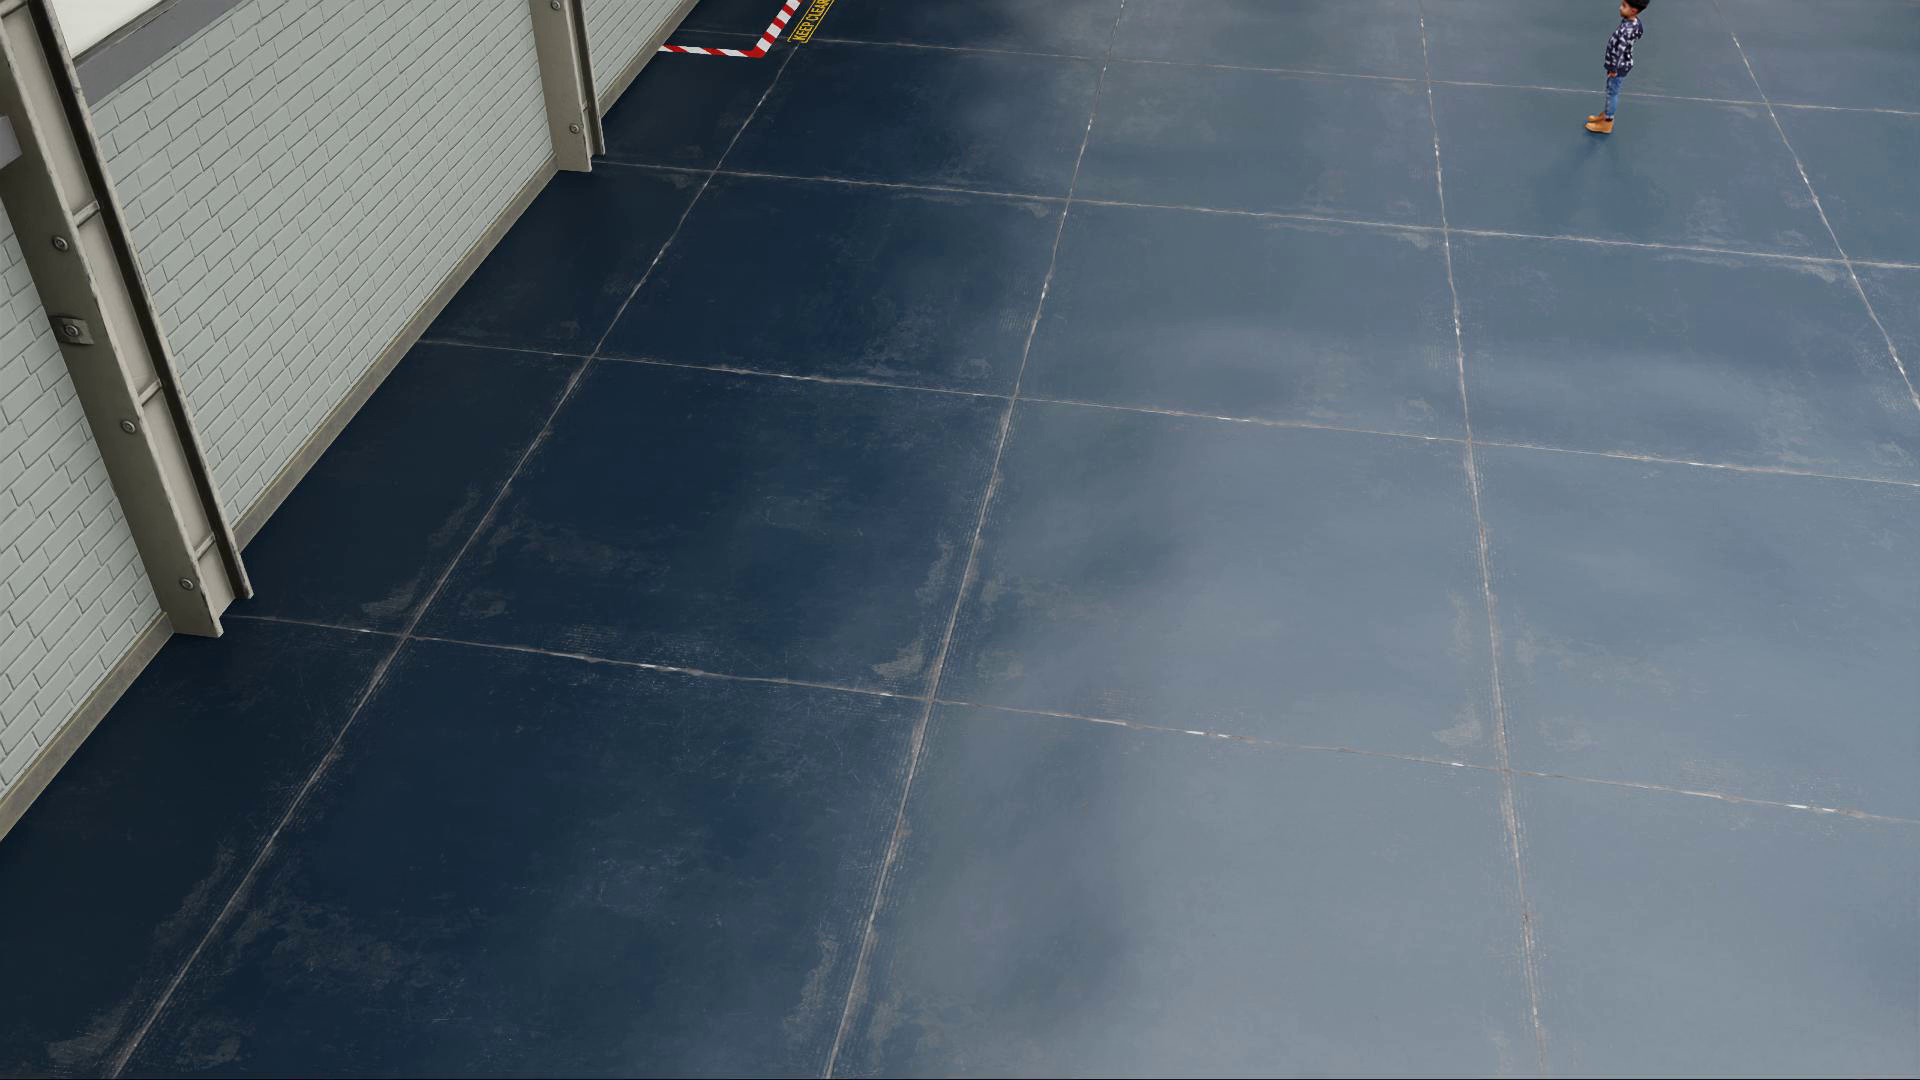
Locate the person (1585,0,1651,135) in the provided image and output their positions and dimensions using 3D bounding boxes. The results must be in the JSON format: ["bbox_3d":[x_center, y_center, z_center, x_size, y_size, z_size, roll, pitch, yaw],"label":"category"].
[{"bbox_3d":[5.662,-4.124,14.266,0.589,1.252,0.479,14,40,17],"label":"person"}]
